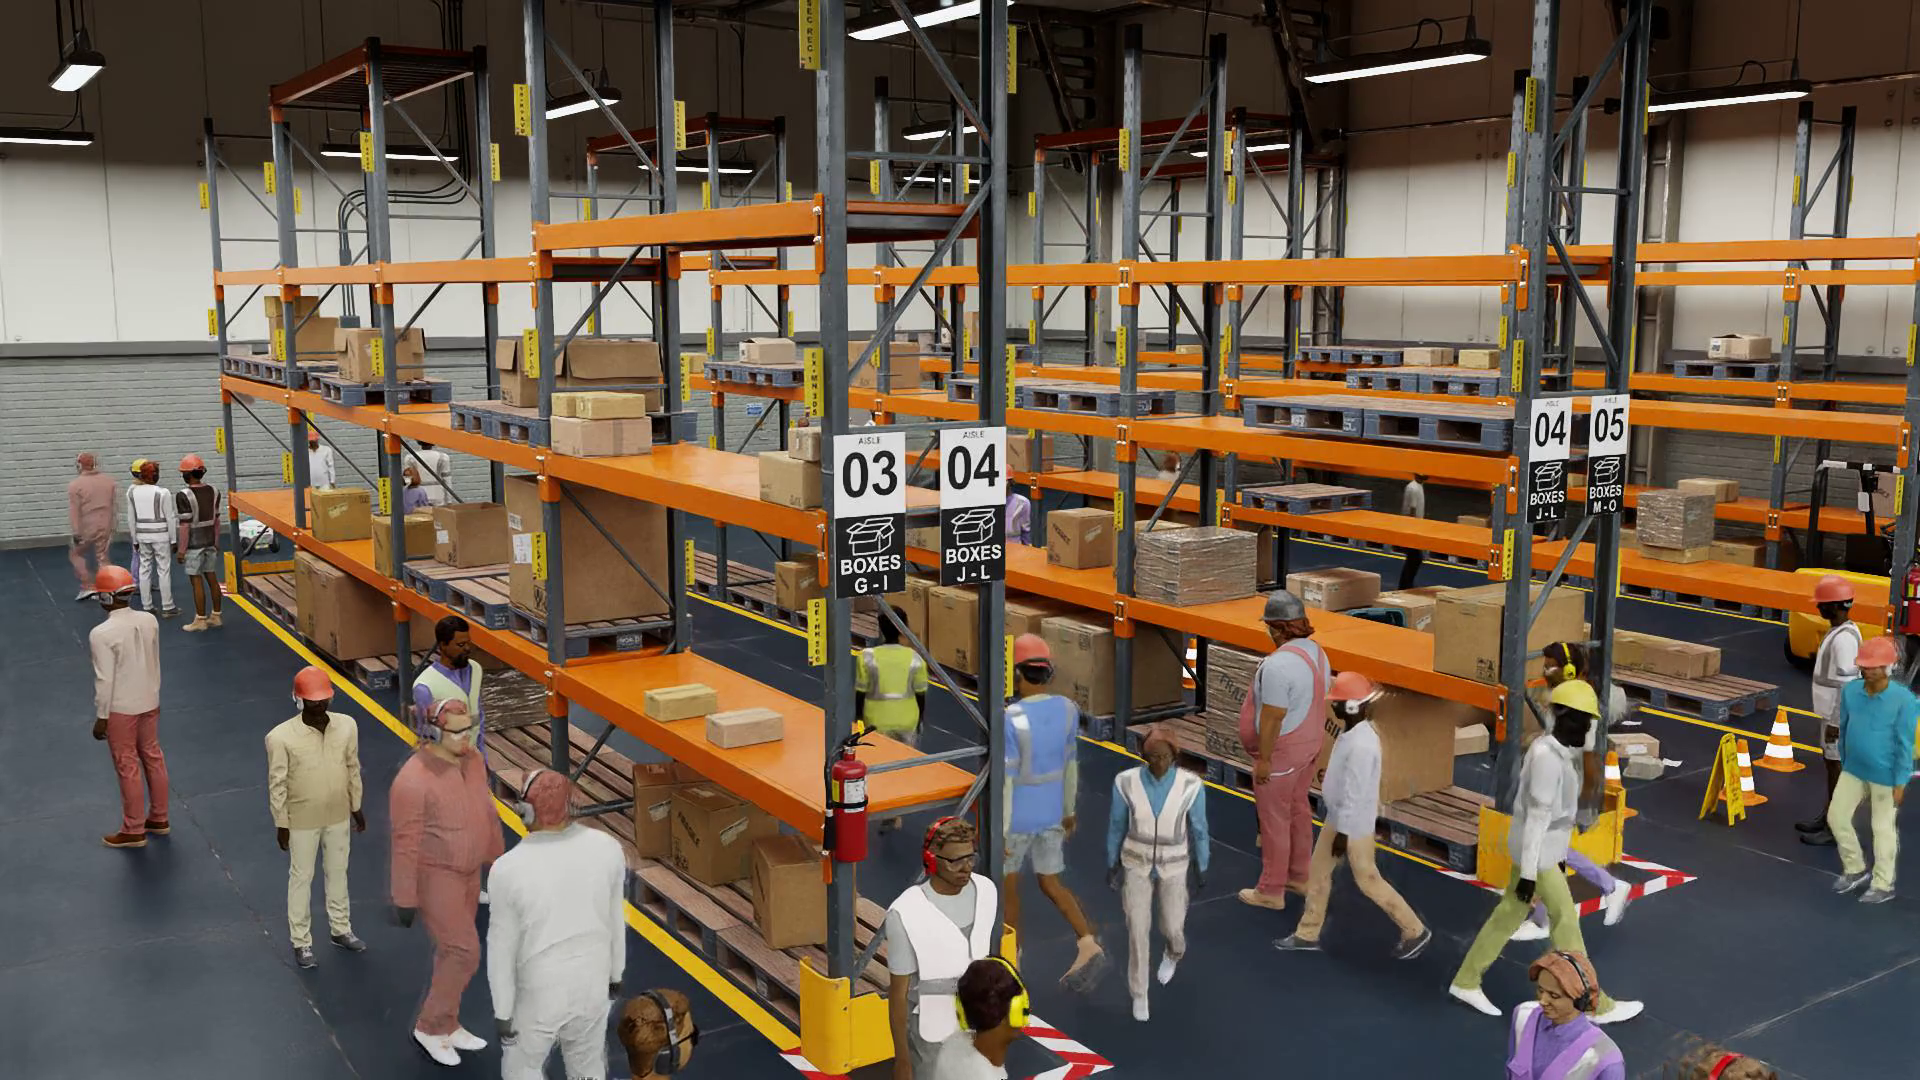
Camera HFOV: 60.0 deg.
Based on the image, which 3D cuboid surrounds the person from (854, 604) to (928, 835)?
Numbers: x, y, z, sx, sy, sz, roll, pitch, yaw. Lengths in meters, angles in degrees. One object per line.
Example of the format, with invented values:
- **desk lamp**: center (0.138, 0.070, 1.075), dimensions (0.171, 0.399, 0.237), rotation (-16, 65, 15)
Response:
- **person**: center (-0.482, 1.301, 11.883), dimensions (0.542, 1.679, 0.481), rotation (-2, 9, -15)

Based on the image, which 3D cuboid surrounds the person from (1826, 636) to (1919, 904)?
- **person**: center (5.821, 1.467, 10.611), dimensions (0.411, 1.735, 0.571), rotation (-4, 10, -27)

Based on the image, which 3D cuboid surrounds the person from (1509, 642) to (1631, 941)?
- **person**: center (3.687, 1.507, 9.997), dimensions (0.743, 1.842, 0.545), rotation (-1, 9, -6)

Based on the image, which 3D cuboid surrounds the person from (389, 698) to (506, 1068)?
- **person**: center (-2.567, 1.720, 8.447), dimensions (0.469, 1.886, 0.640), rotation (2, 9, 14)

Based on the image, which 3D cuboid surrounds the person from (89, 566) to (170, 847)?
- **person**: center (-5.886, 1.167, 11.739), dimensions (0.393, 1.995, 0.612), rotation (2, 9, 13)

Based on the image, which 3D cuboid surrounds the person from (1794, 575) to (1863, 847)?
- **person**: center (6.142, 1.202, 11.733), dimensions (0.385, 1.928, 0.547), rotation (4, 9, 24)

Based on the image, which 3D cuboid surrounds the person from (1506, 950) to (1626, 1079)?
- **person**: center (2.120, 2.228, 5.890), dimensions (0.313, 1.634, 0.514), rotation (-4, 9, -23)

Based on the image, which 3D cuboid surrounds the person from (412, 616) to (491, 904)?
- **person**: center (-3.193, 1.409, 10.438), dimensions (0.391, 1.911, 0.584), rotation (3, 9, 18)

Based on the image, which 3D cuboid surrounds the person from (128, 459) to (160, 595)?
- **person**: center (-10.514, -0.169, 21.431), dimensions (0.342, 1.756, 0.518), rotation (-1, 9, -4)

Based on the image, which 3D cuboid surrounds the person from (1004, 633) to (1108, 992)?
- **person**: center (0.485, 1.537, 9.278), dimensions (0.637, 2.006, 0.880), rotation (-7, 11, -39)

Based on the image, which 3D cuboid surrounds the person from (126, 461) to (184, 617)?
- **person**: center (-9.647, -0.005, 19.918), dimensions (0.575, 1.883, 0.355), rotation (1, 9, 6)

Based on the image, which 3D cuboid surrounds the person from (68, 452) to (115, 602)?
- **person**: center (-10.940, -0.160, 20.923), dimensions (0.466, 1.890, 0.657), rotation (5, 10, 29)

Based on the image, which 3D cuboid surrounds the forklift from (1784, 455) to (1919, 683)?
- **forklift**: center (9.643, 0.253, 17.172), dimensions (2.313, 2.155, 1.214), rotation (-6, 10, -33)

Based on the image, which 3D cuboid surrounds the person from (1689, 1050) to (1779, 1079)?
- **person**: center (2.102, 2.308, 4.703), dimensions (0.561, 1.825, 0.508), rotation (-5, 10, -30)

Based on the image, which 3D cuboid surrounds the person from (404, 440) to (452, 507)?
- **person**: center (-7.391, -0.570, 23.149), dimensions (0.616, 2.041, 0.380), rotation (-3, 9, -17)

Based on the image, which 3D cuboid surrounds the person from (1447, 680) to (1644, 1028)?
- **person**: center (3.127, 1.672, 8.881), dimensions (1.011, 1.849, 0.657), rotation (3, 9, 19)

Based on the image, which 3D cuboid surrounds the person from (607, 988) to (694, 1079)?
- **person**: center (-0.917, 2.250, 5.030), dimensions (0.506, 1.845, 0.342), rotation (6, 11, 36)

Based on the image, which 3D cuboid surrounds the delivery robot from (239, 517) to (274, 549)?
- **delivery robot**: center (-10.530, -0.124, 24.803), dimensions (0.477, 0.478, 0.707), rotation (-8, 11, -42)

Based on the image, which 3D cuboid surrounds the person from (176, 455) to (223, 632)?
- **person**: center (-8.753, 0.040, 19.087), dimensions (0.373, 2.043, 0.615), rotation (3, 9, 17)

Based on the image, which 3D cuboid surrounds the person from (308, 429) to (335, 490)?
- **person**: center (-10.289, -0.932, 26.576), dimensions (0.574, 1.737, 0.354), rotation (-3, 9, -21)

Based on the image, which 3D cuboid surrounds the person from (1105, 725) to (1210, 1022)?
- **person**: center (1.075, 1.759, 9.045), dimensions (0.558, 1.616, 0.506), rotation (1, 9, 9)

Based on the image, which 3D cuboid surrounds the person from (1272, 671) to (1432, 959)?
- **person**: center (2.333, 1.611, 9.722), dimensions (0.860, 1.714, 0.550), rotation (0, 9, 0)

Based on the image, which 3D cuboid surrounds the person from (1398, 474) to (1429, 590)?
- **person**: center (5.632, -0.098, 20.649), dimensions (0.350, 1.856, 0.598), rotation (3, 9, 20)

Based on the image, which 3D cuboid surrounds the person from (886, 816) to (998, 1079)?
- **person**: center (-0.077, 1.995, 6.724), dimensions (0.373, 1.843, 0.570), rotation (8, 12, 43)

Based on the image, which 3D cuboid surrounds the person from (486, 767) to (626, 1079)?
- **person**: center (-1.711, 1.913, 7.133), dimensions (0.664, 1.892, 0.466), rotation (-7, 11, -40)

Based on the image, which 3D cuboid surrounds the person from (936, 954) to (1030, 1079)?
- **person**: center (0.049, 2.217, 5.235), dimensions (0.392, 1.849, 0.638), rotation (-2, 9, -15)

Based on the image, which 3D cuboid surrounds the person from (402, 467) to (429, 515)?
- **person**: center (-7.116, -0.142, 21.643), dimensions (0.507, 1.636, 0.272), rotation (5, 10, 32)

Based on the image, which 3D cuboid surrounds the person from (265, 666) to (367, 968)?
- **person**: center (-3.738, 1.591, 9.718), dimensions (0.330, 1.751, 0.564), rotation (7, 11, 40)

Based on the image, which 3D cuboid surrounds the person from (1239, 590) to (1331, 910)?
- **person**: center (2.056, 1.309, 10.647), dimensions (0.536, 2.000, 0.687), rotation (7, 11, 37)
